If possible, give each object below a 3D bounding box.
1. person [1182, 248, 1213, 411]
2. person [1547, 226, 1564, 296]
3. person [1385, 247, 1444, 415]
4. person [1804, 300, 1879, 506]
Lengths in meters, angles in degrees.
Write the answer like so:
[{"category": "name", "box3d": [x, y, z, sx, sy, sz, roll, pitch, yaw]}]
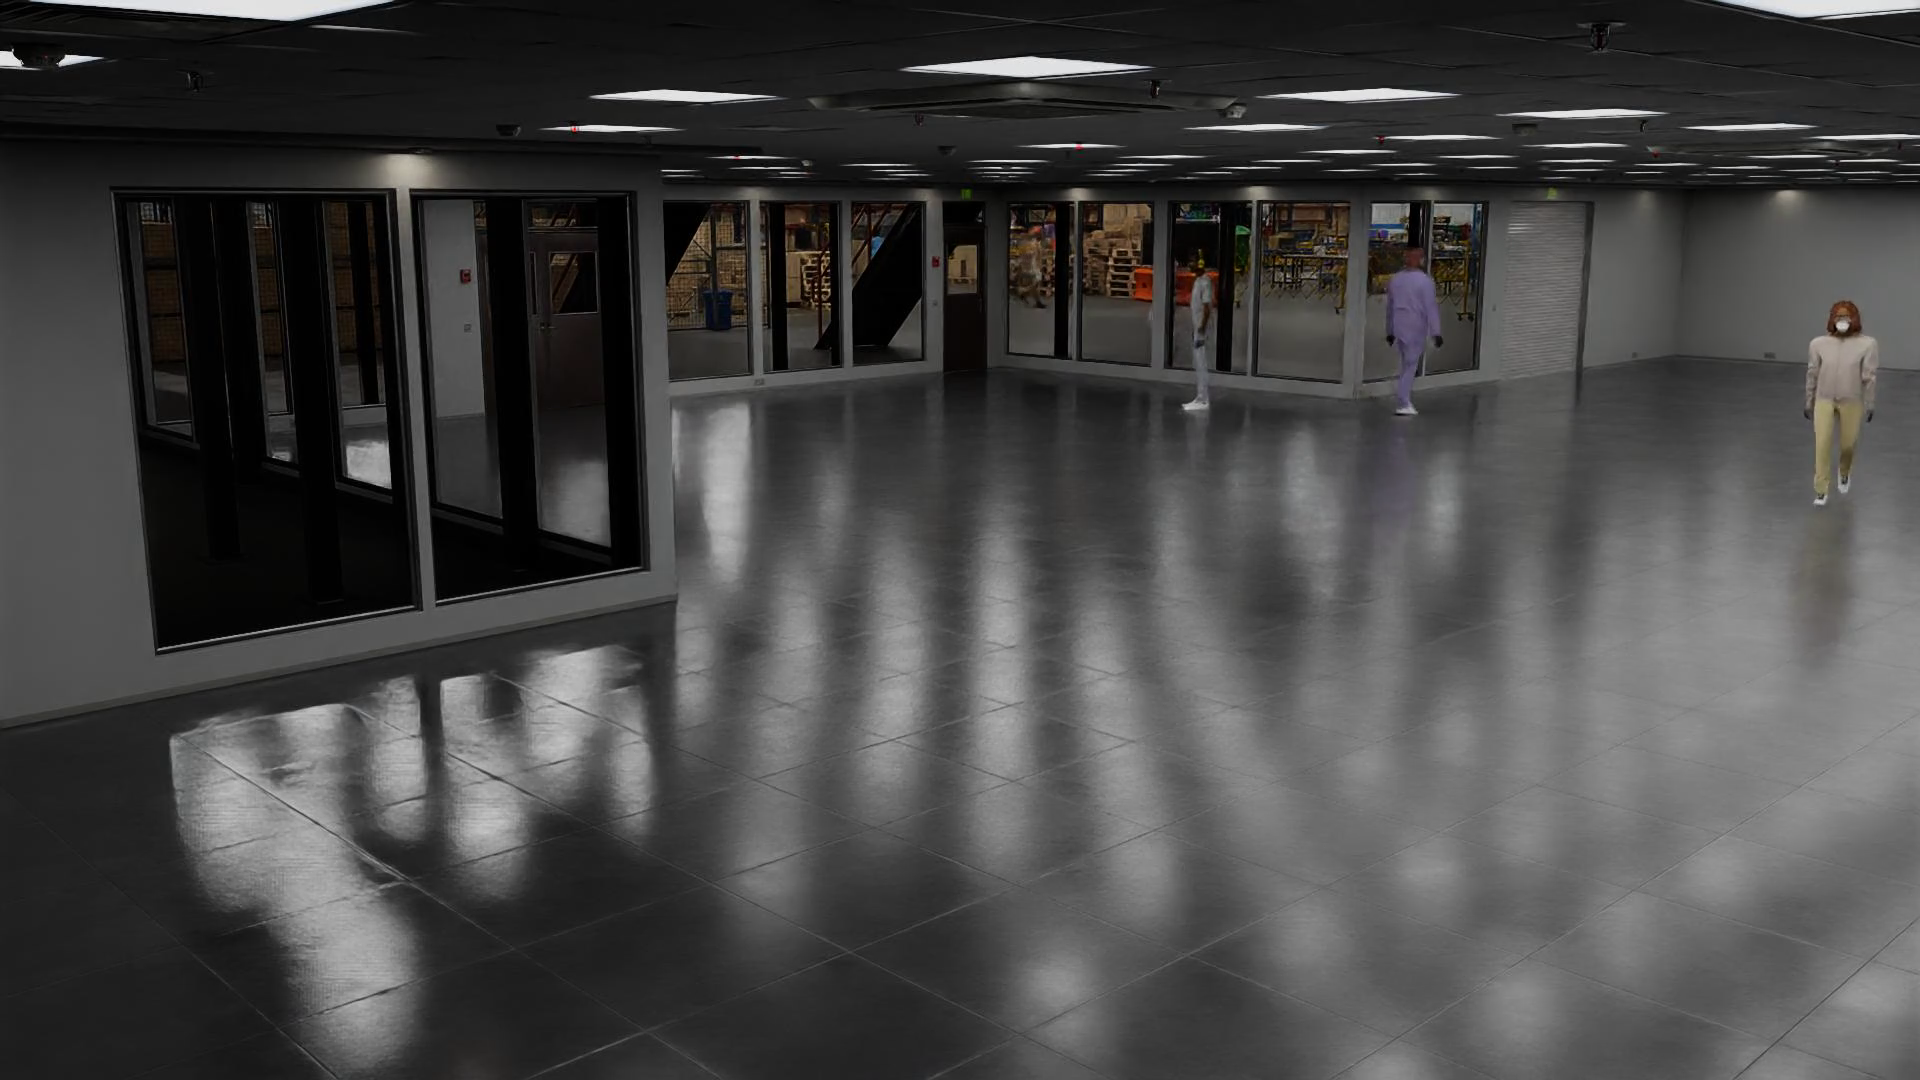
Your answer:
[{"category": "person", "box3d": [2.764, -2.424, 19.223, 0.310, 1.864, 0.533, 0, 11, 0]}, {"category": "person", "box3d": [15.716, -7.421, 43.863, 0.456, 2.026, 0.617, -2, 12, -11]}, {"category": "person", "box3d": [5.163, -2.351, 18.812, 0.633, 1.887, 0.668, -5, 12, -24]}, {"category": "person", "box3d": [6.961, -1.091, 13.168, 0.509, 1.610, 0.629, 7, 13, 32]}]
